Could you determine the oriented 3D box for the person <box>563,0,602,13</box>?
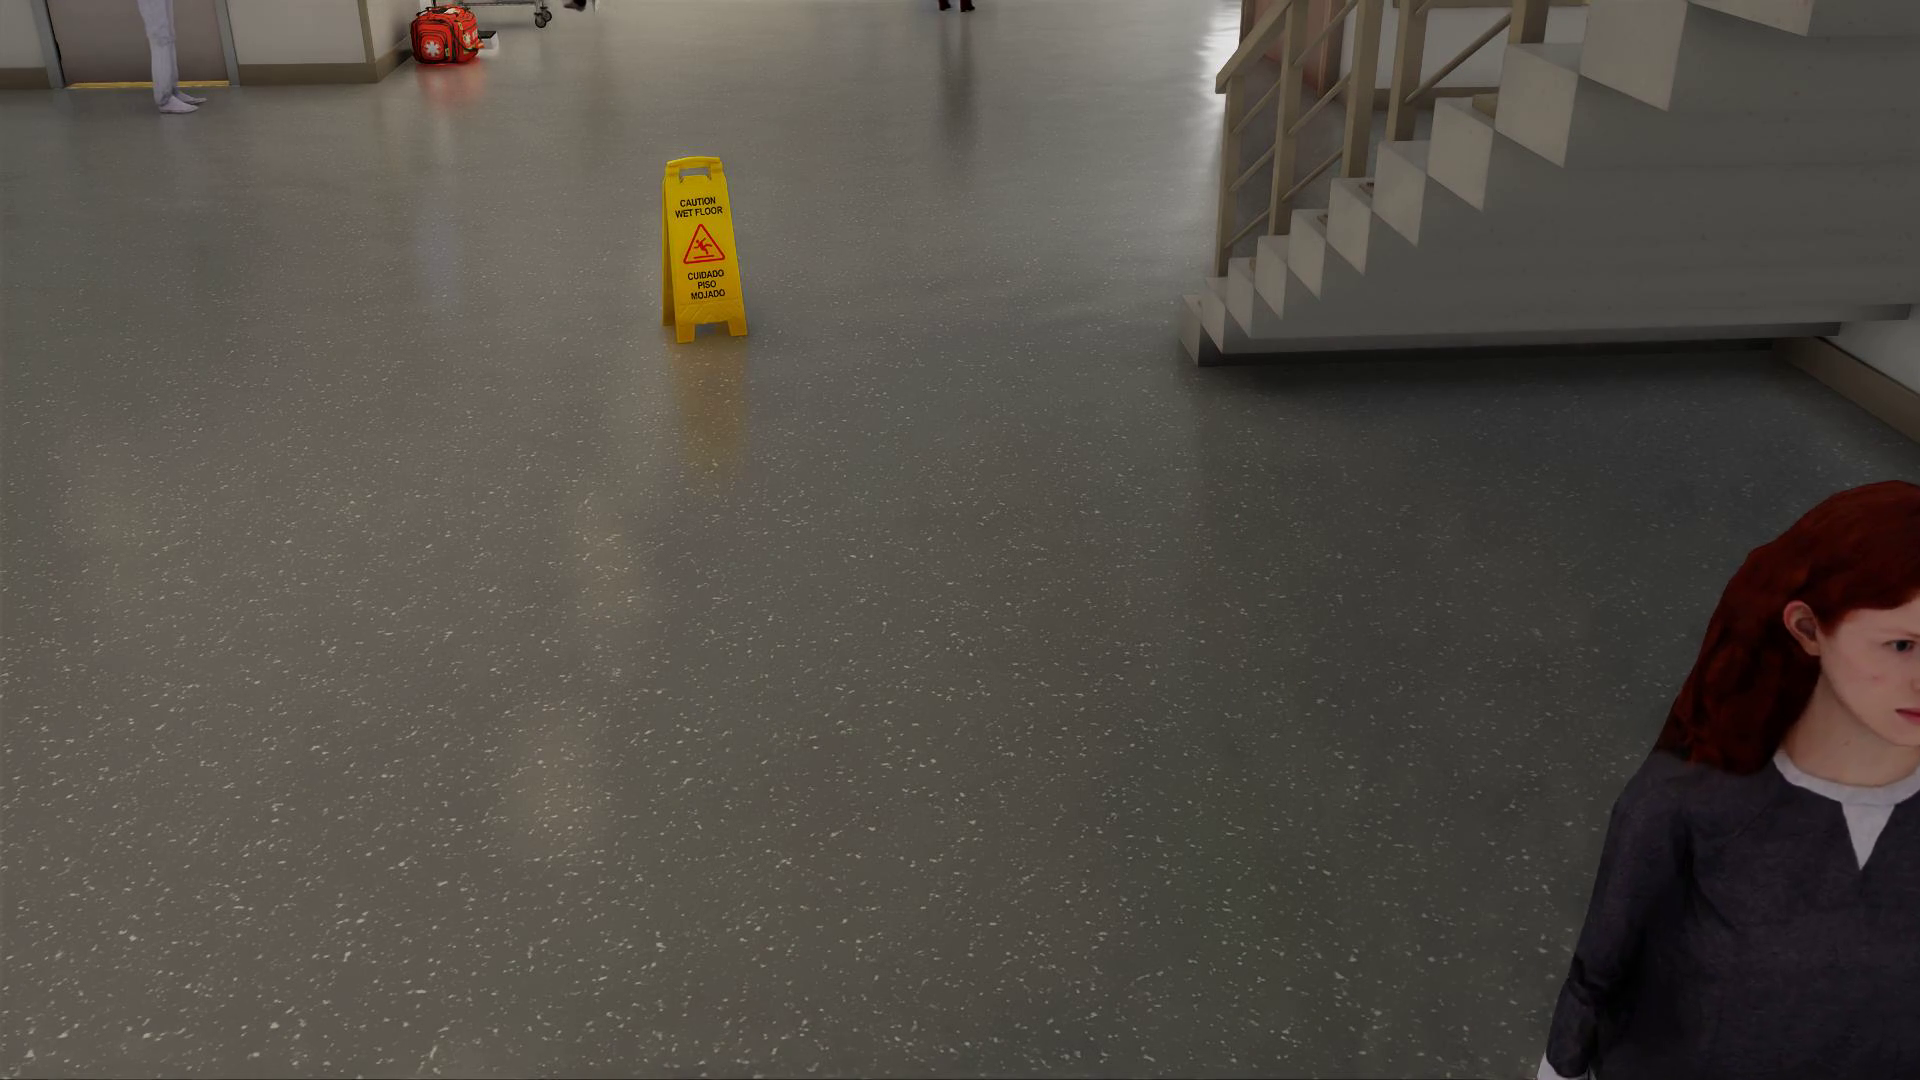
[{"bbox_3d":[-3.693,-5.891,15.806,0.994,1.746,1.050,-23,34,-39],"label":"person"}]

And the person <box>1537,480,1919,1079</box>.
[{"bbox_3d":[0.923,0.716,2.125,0.636,1.729,1.099,0,26,-1],"label":"person"}]

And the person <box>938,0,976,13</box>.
[{"bbox_3d":[-0.035,-6.034,16.149,0.655,1.706,0.672,12,28,24],"label":"person"}]

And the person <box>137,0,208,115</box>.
[{"bbox_3d":[-5.702,-3.995,11.712,0.725,1.888,0.526,-5,26,-10],"label":"person"}]
